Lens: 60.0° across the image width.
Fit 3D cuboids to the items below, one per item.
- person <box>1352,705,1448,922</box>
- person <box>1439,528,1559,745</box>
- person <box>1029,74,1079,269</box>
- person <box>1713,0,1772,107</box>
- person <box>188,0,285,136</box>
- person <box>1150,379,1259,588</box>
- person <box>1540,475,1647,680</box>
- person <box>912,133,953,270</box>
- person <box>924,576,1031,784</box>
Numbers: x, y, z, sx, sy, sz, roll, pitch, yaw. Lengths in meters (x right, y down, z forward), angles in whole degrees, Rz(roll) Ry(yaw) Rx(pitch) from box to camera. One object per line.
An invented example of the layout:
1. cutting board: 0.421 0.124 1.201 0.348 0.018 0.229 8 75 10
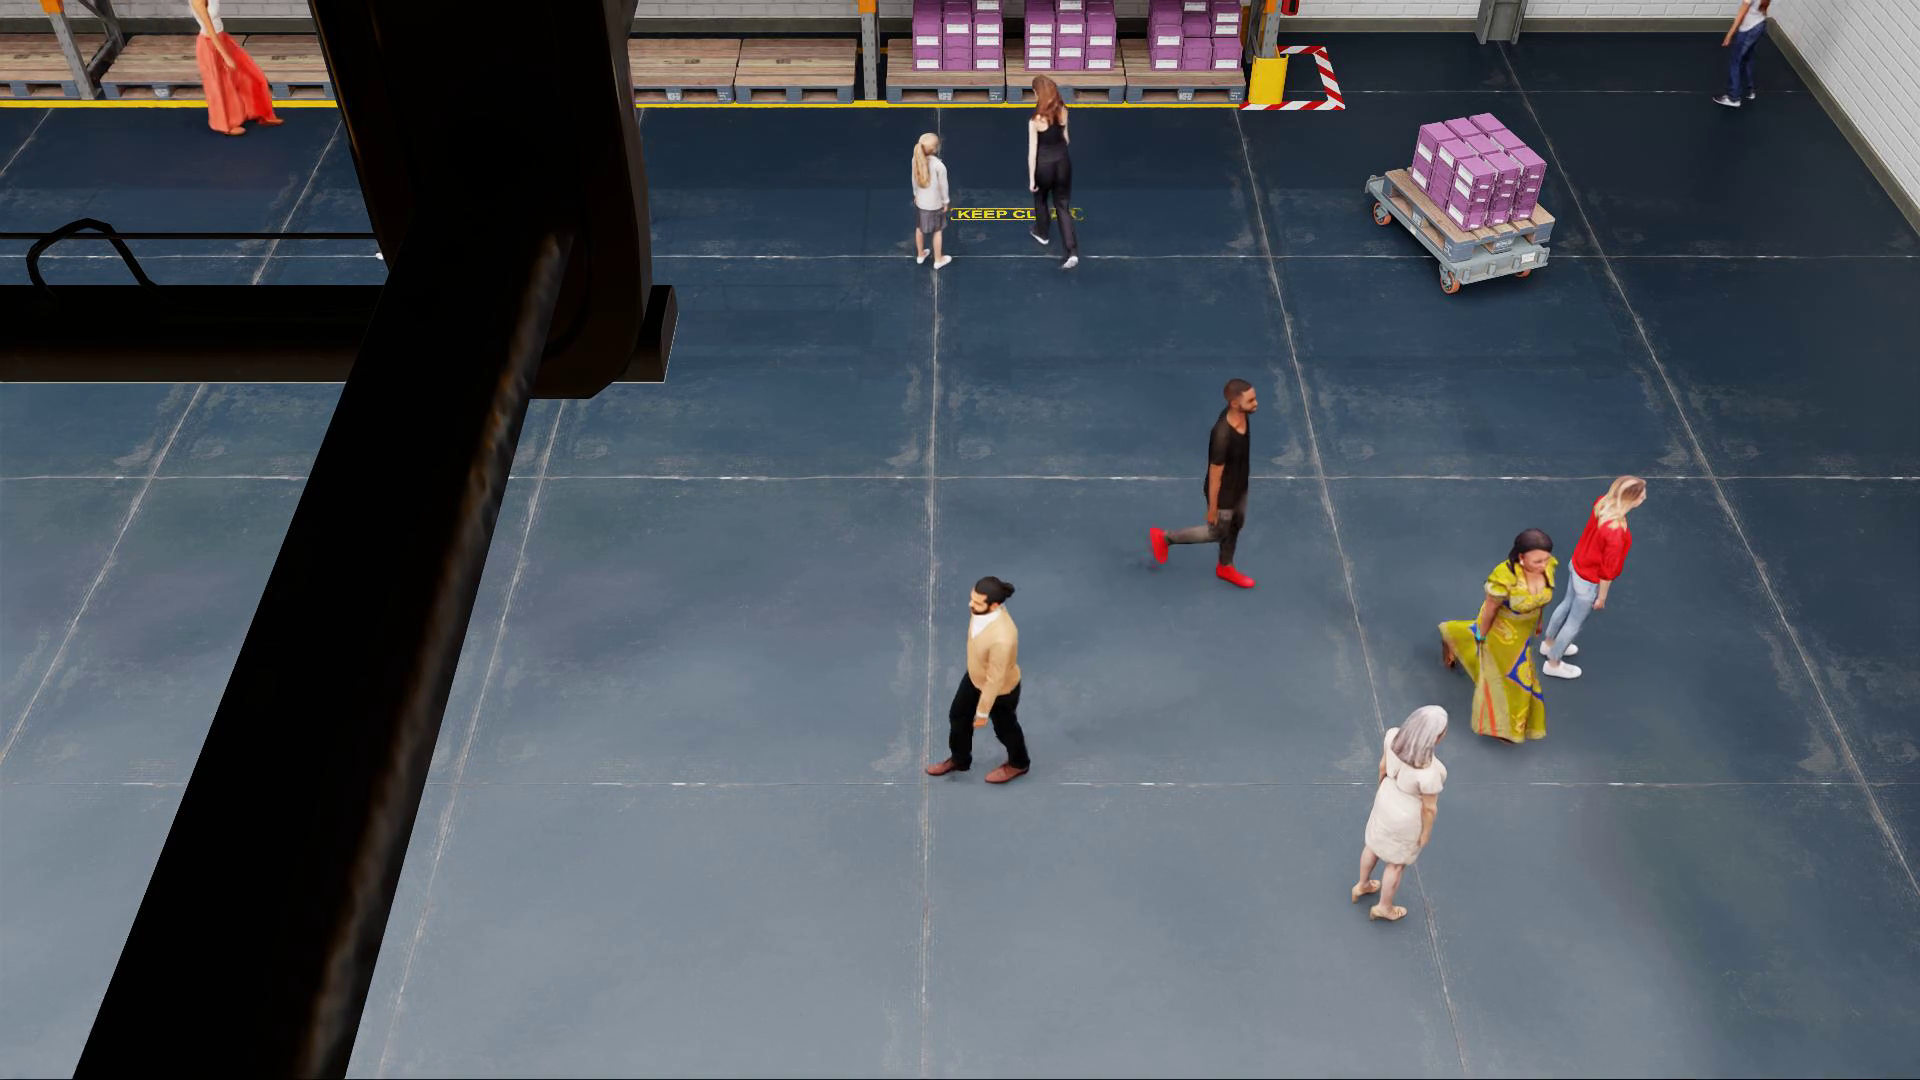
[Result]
1. person: 2.482 1.552 9.377 0.695 1.738 0.683 -20 47 -20
2. person: 3.417 0.497 10.561 1.326 1.631 1.284 -25 49 -24
3. person: 0.833 -3.141 14.329 1.124 1.702 0.939 -13 45 -14
4. person: 7.832 -5.017 16.421 0.755 1.532 0.831 -19 47 -19
5. person: -7.185 -4.668 15.875 0.893 1.780 0.642 2 44 2
6. person: 1.725 -0.391 11.381 1.119 1.787 0.930 19 47 18
7. person: 4.083 0.223 10.797 0.496 1.702 0.595 0 44 0
8. person: -0.263 -2.961 14.449 0.580 1.275 0.657 22 48 22
9. person: 0.275 0.854 10.115 1.000 1.730 0.865 -18 47 -18
